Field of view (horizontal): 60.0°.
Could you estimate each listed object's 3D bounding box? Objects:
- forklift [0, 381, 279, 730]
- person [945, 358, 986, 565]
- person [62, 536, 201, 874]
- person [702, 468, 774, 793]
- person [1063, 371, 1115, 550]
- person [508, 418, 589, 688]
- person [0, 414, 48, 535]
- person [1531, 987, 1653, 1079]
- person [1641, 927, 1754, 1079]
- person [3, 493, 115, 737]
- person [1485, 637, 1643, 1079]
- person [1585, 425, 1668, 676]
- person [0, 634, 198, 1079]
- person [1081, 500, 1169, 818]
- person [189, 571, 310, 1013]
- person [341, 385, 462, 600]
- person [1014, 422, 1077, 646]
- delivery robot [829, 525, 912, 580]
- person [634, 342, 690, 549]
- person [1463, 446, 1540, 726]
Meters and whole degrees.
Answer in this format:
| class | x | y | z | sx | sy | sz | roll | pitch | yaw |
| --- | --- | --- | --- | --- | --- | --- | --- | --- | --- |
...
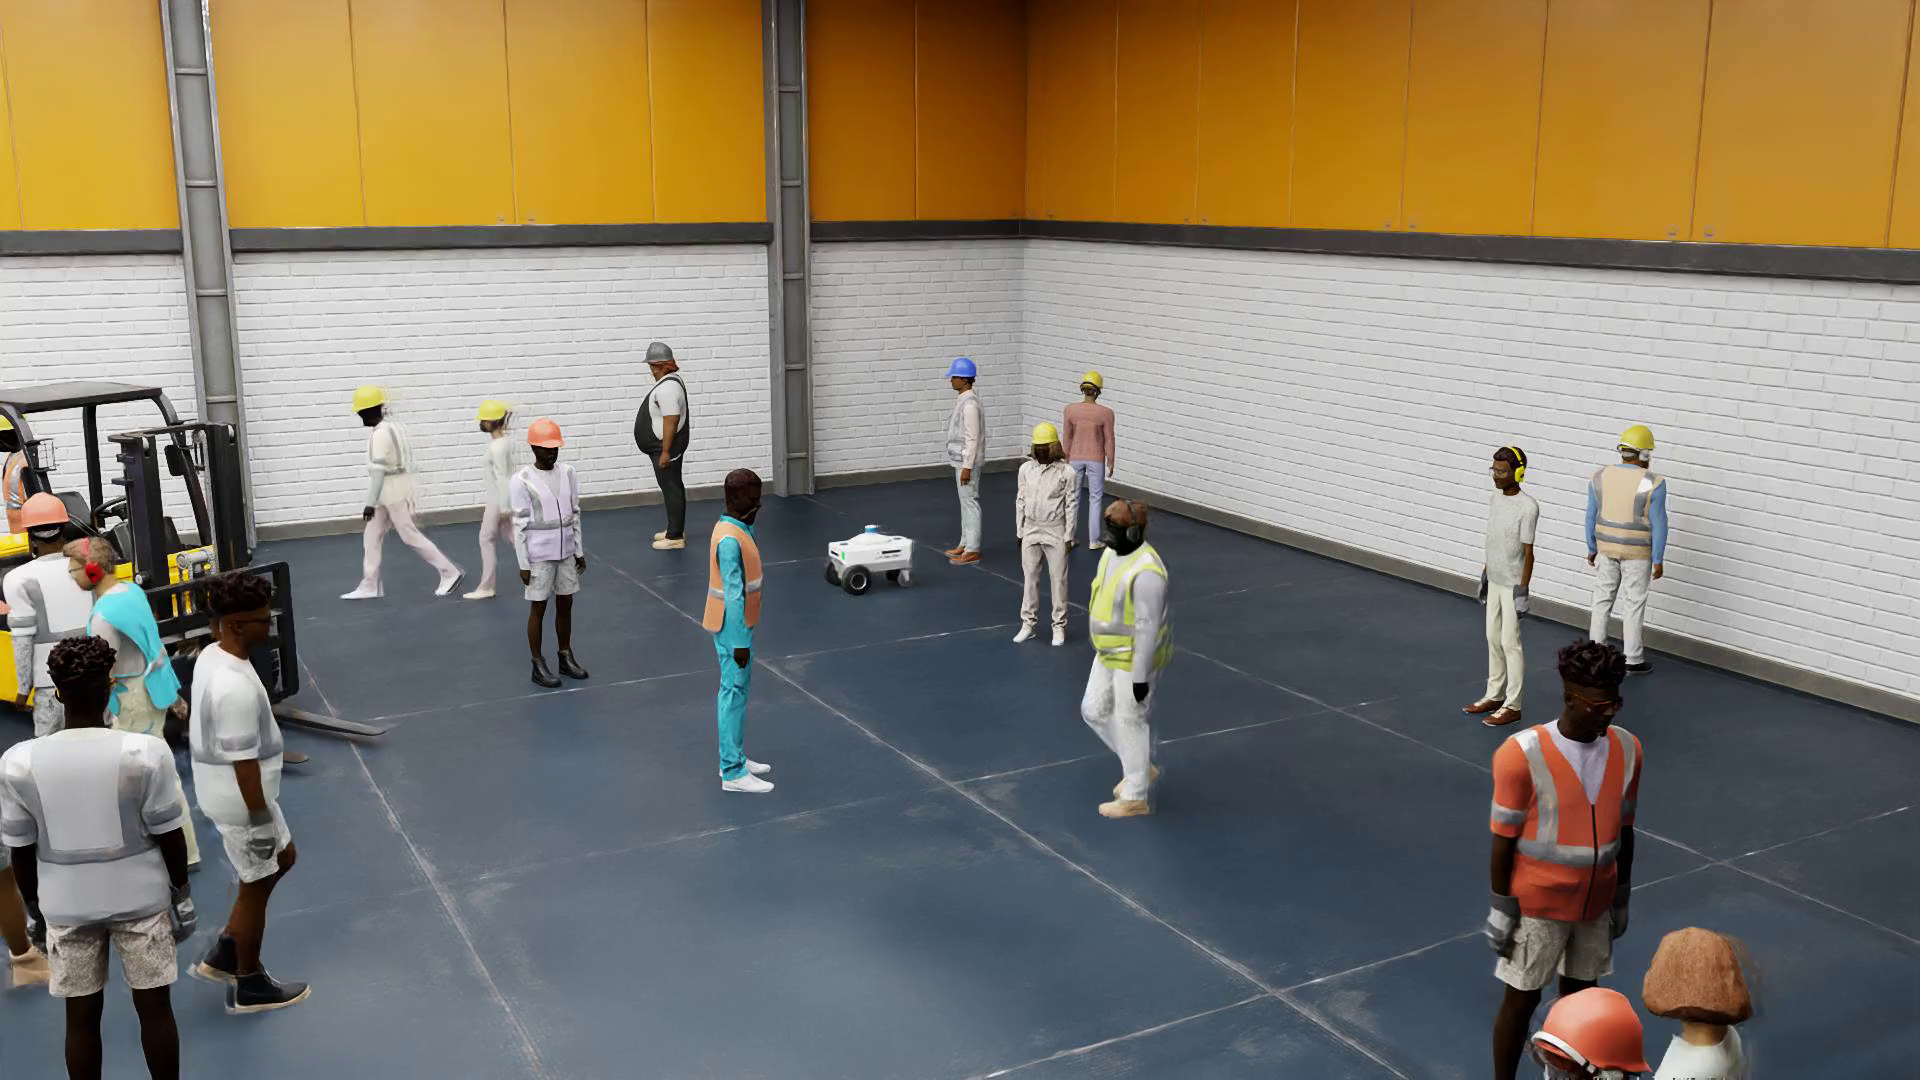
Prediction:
| class | x | y | z | sx | sy | sz | roll | pitch | yaw |
| --- | --- | --- | --- | --- | --- | --- | --- | --- | --- |
| forklift | -5.853 | 0.085 | 11.199 | 2.313 | 2.155 | 1.214 | 7 | 14 | 28 |
| person | 0.053 | -0.741 | 15.653 | 0.389 | 1.949 | 0.603 | -1 | 12 | -5 |
| person | -4.196 | 0.861 | 8.470 | 0.484 | 1.816 | 0.568 | -4 | 13 | -20 |
| person | -1.319 | 0.525 | 9.805 | 0.390 | 1.913 | 0.588 | -2 | 12 | -7 |
| person | 1.262 | -0.773 | 16.269 | 0.532 | 1.756 | 0.338 | 4 | 13 | 19 |
| person | -2.904 | 0.090 | 11.817 | 0.375 | 1.932 | 0.544 | 10 | 16 | 40 |
| person | -7.075 | -0.073 | 12.603 | 0.397 | 1.917 | 0.594 | -9 | 15 | -36 |
| person | 1.336 | 1.891 | 3.852 | 0.562 | 1.714 | 0.613 | -2 | 12 | -10 |
| person | 1.892 | 1.818 | 4.452 | 0.367 | 1.607 | 0.526 | 7 | 14 | 31 |
| person | -4.802 | 0.703 | 8.928 | 0.375 | 1.930 | 0.542 | 10 | 16 | 39 |
| person | 2.205 | 1.298 | 6.076 | 0.611 | 1.960 | 0.375 | -3 | 12 | -15 |
| person | 4.864 | 0.070 | 12.133 | 0.403 | 1.827 | 0.599 | -10 | 16 | -40 |
| person | -3.100 | 1.299 | 6.048 | 0.602 | 1.966 | 0.368 | -3 | 12 | -12 |
| person | 0.932 | 0.667 | 9.330 | 0.444 | 1.826 | 0.654 | -3 | 12 | -15 |
| person | -3.036 | 1.082 | 7.105 | 0.418 | 1.944 | 0.642 | -7 | 14 | -29 |
| person | -4.833 | -0.411 | 14.304 | 0.974 | 1.873 | 0.598 | -5 | 13 | -20 |
| person | 0.657 | -0.047 | 12.884 | 0.485 | 1.744 | 0.295 | 4 | 13 | 20 |
| delivery robot | -0.787 | 0.114 | 14.713 | 0.707 | 0.478 | 0.477 | -6 | 14 | -27 |
| person | -2.928 | -0.936 | 16.348 | 0.535 | 2.000 | 0.688 | -1 | 12 | -5 |
| person | 3.595 | 0.299 | 11.005 | 0.334 | 1.856 | 0.509 | -3 | 12 | -13 |
